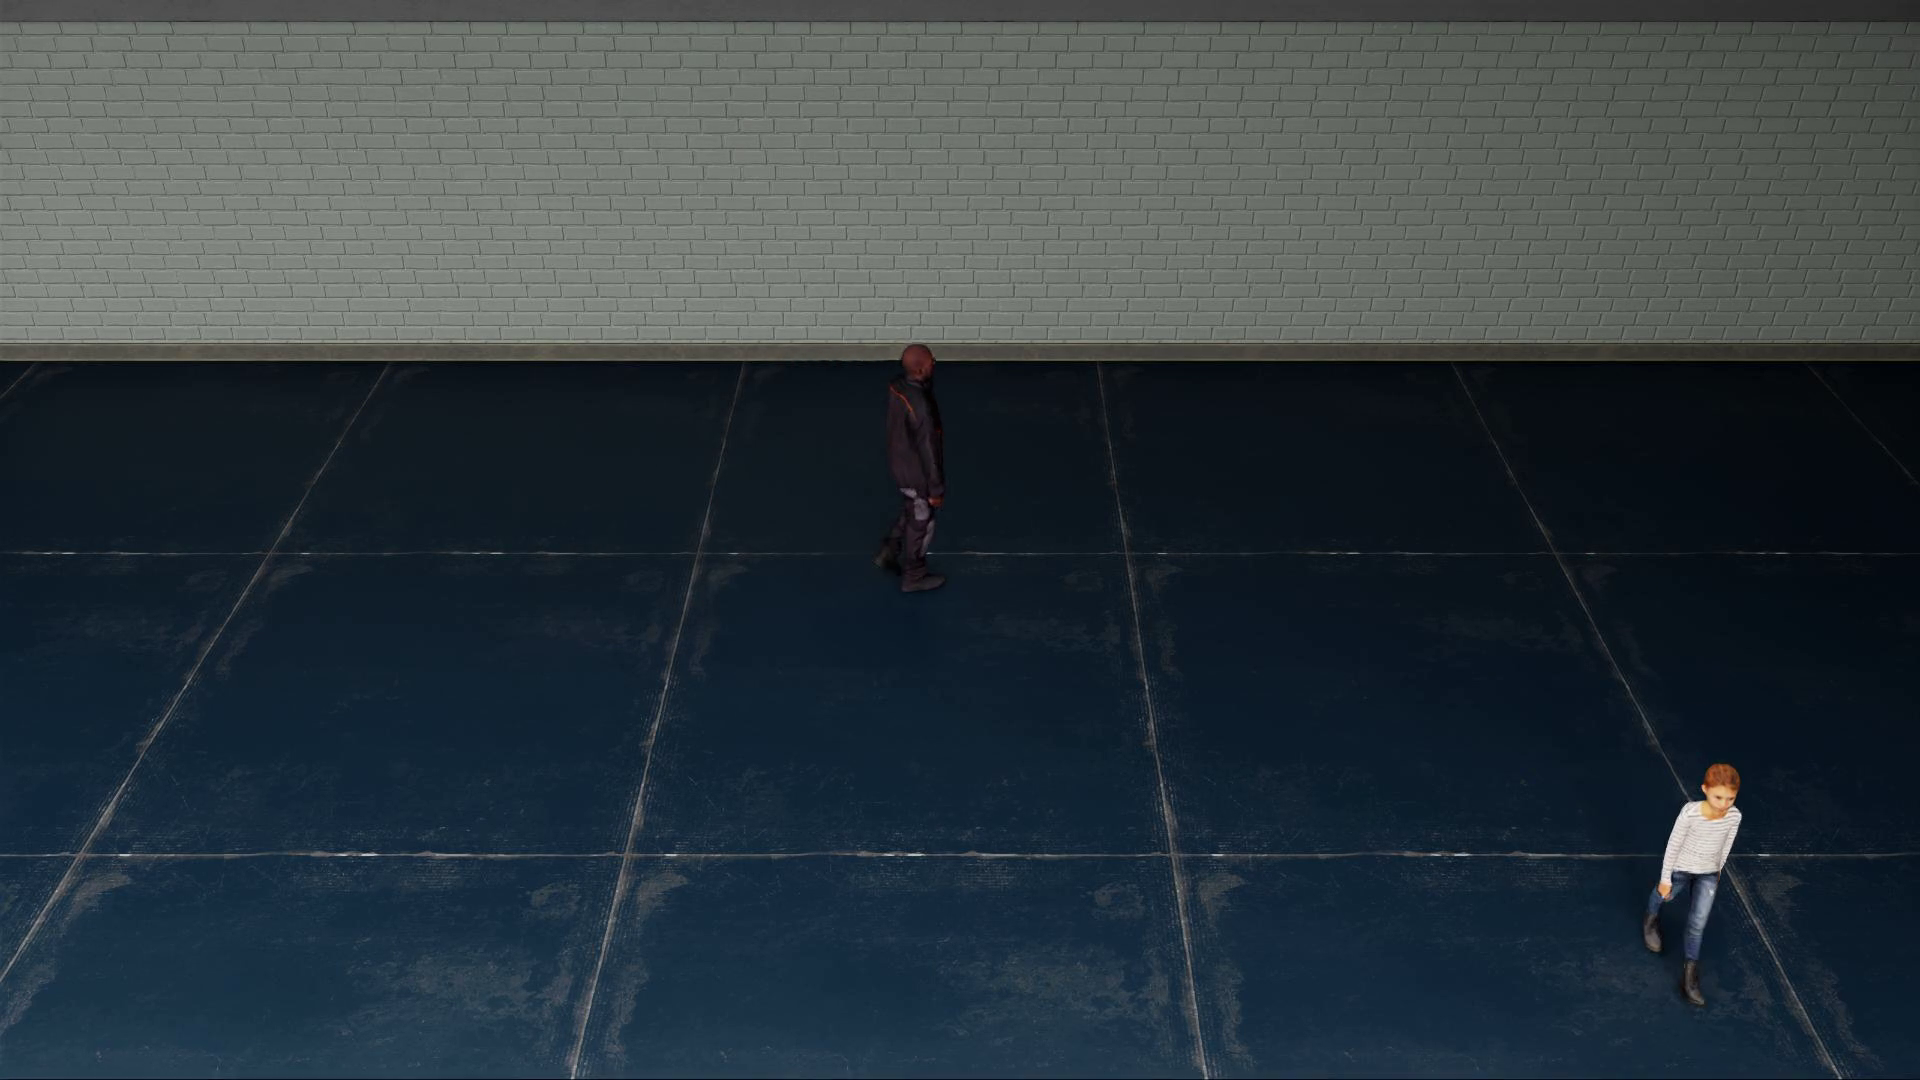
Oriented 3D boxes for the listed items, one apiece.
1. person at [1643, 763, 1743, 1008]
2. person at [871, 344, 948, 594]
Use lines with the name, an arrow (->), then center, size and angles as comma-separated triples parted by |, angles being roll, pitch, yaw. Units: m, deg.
person -> 3.569, 1.573, 8.175 | 0.516, 1.289, 0.885 | 1, 33, 2
person -> -0.382, -0.440, 10.792 | 0.926, 1.810, 0.855 | -14, 36, -21
